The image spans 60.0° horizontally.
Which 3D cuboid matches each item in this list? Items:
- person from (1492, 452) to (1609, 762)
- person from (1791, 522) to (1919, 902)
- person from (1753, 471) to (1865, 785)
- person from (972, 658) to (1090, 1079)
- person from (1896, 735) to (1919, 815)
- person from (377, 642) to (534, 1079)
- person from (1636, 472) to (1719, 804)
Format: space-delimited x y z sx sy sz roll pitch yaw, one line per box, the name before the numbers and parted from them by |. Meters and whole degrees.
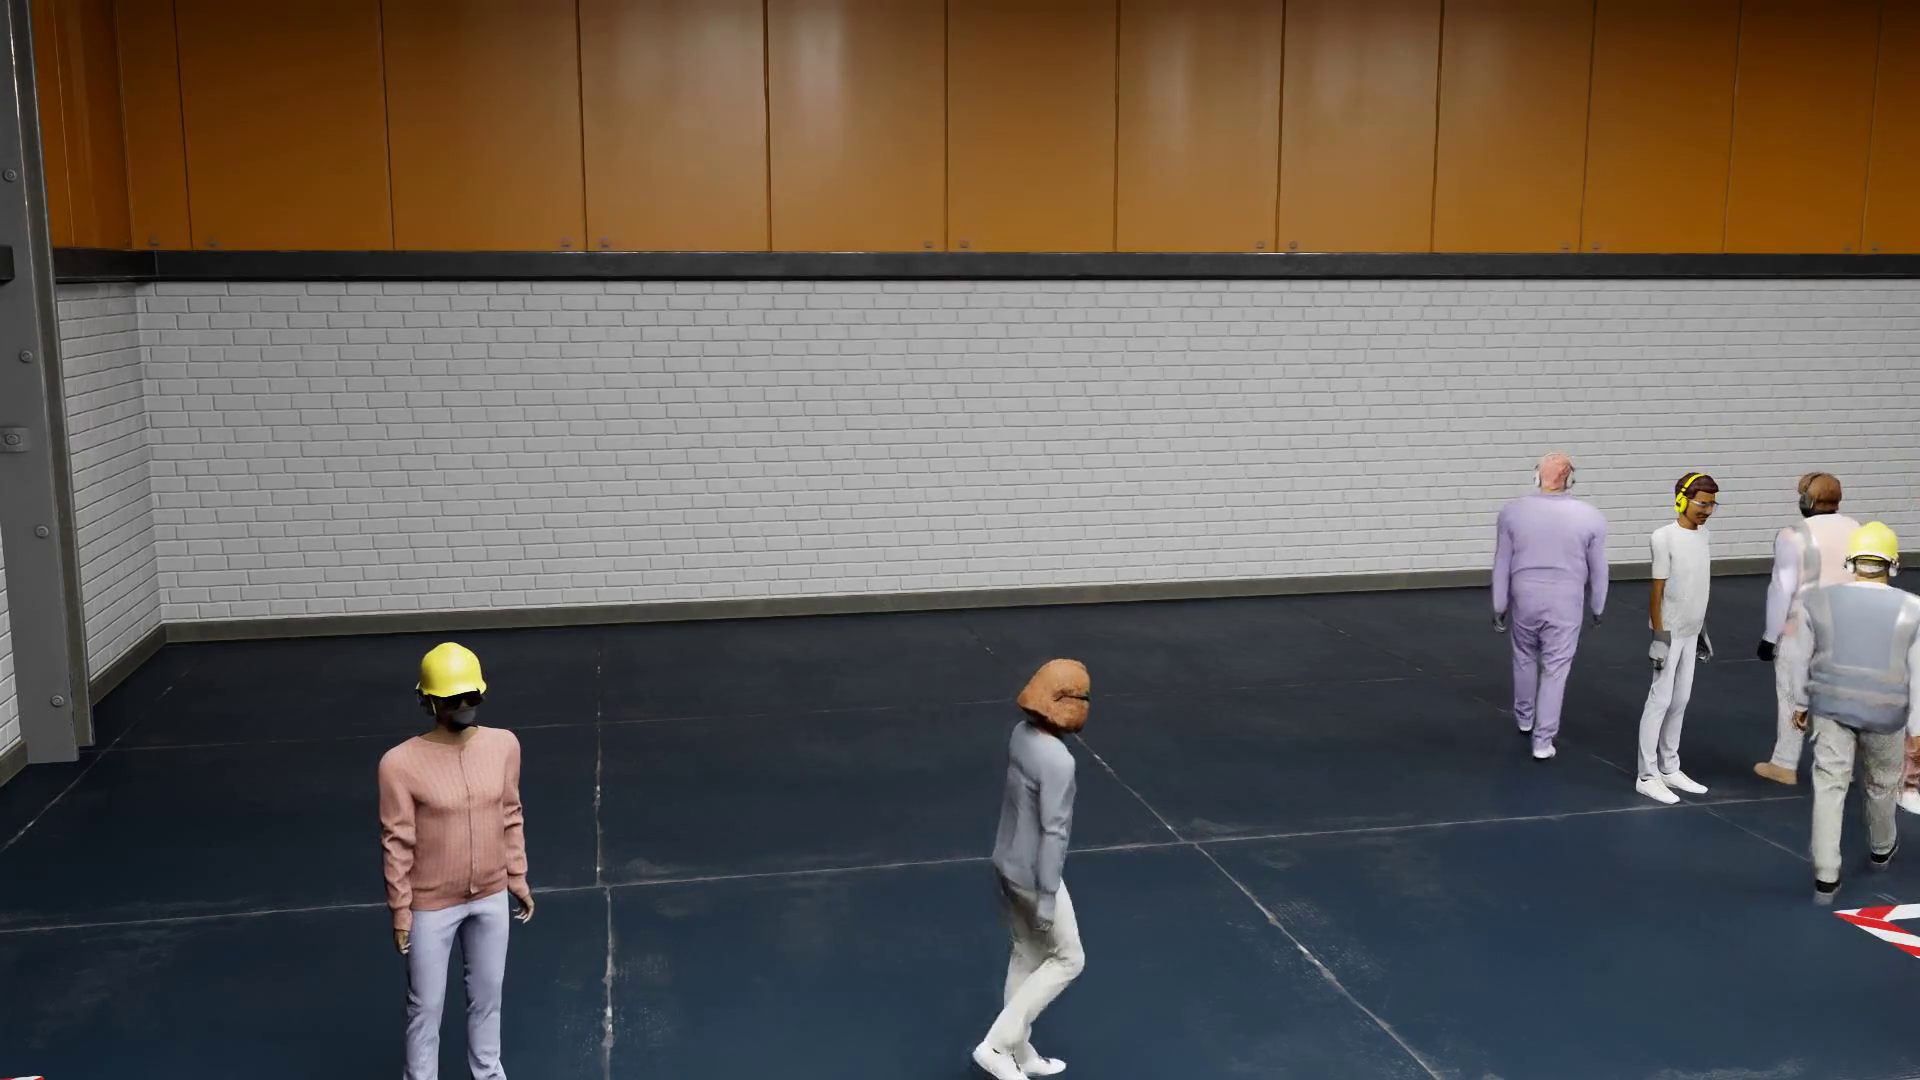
person | 3.683 0.384 10.370 0.658 1.866 0.943 5 10 27
person | 4.374 0.797 8.069 0.620 1.783 0.922 6 11 34
person | 4.932 0.520 9.646 0.628 1.849 0.429 -2 10 -15
person | 0.280 1.221 6.050 0.377 1.614 0.504 -3 10 -19
person | 5.542 0.645 8.888 0.688 1.839 1.008 -6 11 -32
person | -1.691 1.211 5.633 0.313 1.769 0.523 9 13 43
person | 4.086 0.542 9.416 0.518 1.865 0.328 -7 12 -36
